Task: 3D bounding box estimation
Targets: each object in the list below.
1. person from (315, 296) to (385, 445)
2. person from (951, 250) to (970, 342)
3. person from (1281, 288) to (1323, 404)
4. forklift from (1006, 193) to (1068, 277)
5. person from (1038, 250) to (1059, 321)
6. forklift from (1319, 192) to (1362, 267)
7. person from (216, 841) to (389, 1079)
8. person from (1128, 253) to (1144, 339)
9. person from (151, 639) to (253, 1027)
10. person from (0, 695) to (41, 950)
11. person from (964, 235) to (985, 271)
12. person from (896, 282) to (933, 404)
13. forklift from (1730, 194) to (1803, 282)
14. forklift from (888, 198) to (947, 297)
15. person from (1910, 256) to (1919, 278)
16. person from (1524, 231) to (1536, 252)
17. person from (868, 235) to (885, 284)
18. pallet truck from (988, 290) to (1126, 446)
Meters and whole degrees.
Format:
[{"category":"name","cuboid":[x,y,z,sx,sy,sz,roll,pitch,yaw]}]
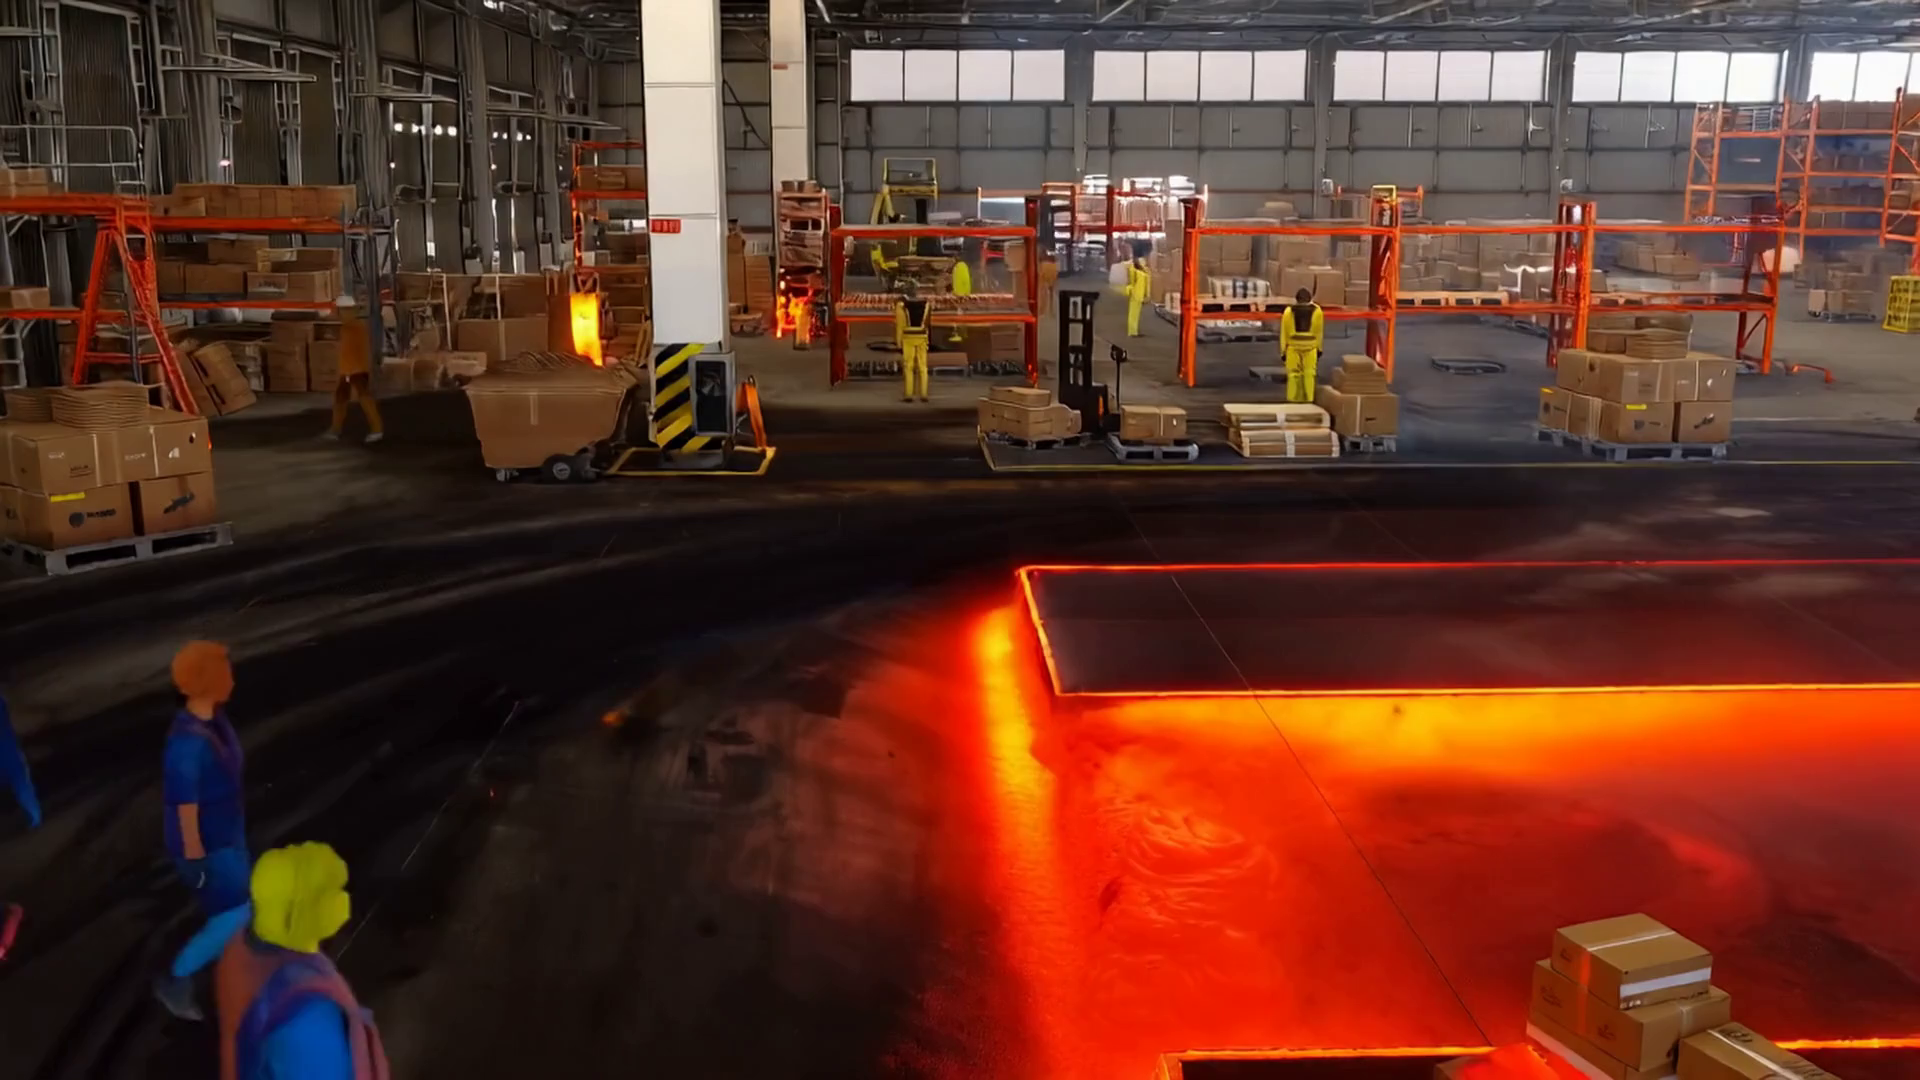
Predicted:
[{"category":"person","cuboid":[-8.082,-2.222,21.910,0.894,1.924,0.599,-8,15,-33]},{"category":"person","cuboid":[0.007,-5.187,35.336,0.418,1.916,0.680,1,13,4]},{"category":"person","cuboid":[5.131,-2.867,25.029,0.619,1.845,0.430,1,13,5]},{"category":"forklift","cuboid":[2.577,-10.280,56.133,1.873,2.768,1.129,-7,14,-29]},{"category":"person","cuboid":[2.144,-6.174,40.254,0.481,1.713,0.829,-4,13,-17]},{"category":"forklift","cuboid":[13.977,-11.168,60.145,1.873,2.768,1.129,-11,17,-42]},{"category":"person","cuboid":[-1.750,1.686,4.600,0.976,1.788,0.650,-7,14,-30]},{"category":"person","cuboid":[3.789,-5.249,35.807,0.336,1.840,0.508,7,14,29]},{"category":"person","cuboid":[-3.099,1.226,6.881,0.385,1.683,0.544,-2,13,-9]},{"category":"person","cuboid":[-4.330,1.139,7.245,0.559,1.703,0.944,-1,13,-5]},{"category":"person","cuboid":[0.451,-8.062,48.346,0.635,1.912,0.867,-4,13,-17]},{"category":"person","cuboid":[-0.702,-3.036,25.694,0.573,1.886,0.353,-4,13,-19]},{"category":"forklift","cuboid":[26.505,-9.903,54.432,1.873,2.768,1.129,11,17,42]},{"category":"forklift","cuboid":[-1.084,-8.174,46.624,1.873,2.768,1.129,0,12,-2]},{"category":"person","cuboid":[25.115,-6.844,43.390,0.540,1.667,0.804,3,13,14]},{"category":"person","cuboid":[18.033,-9.044,52.802,0.598,1.900,0.803,-4,13,-18]},{"category":"person","cuboid":[-2.673,-9.018,53.289,0.543,1.615,0.380,-4,13,-18]},{"category":"pallet truck","cuboid":[1.257,-2.299,22.111,1.885,1.965,0.823,-9,15,-35]}]
